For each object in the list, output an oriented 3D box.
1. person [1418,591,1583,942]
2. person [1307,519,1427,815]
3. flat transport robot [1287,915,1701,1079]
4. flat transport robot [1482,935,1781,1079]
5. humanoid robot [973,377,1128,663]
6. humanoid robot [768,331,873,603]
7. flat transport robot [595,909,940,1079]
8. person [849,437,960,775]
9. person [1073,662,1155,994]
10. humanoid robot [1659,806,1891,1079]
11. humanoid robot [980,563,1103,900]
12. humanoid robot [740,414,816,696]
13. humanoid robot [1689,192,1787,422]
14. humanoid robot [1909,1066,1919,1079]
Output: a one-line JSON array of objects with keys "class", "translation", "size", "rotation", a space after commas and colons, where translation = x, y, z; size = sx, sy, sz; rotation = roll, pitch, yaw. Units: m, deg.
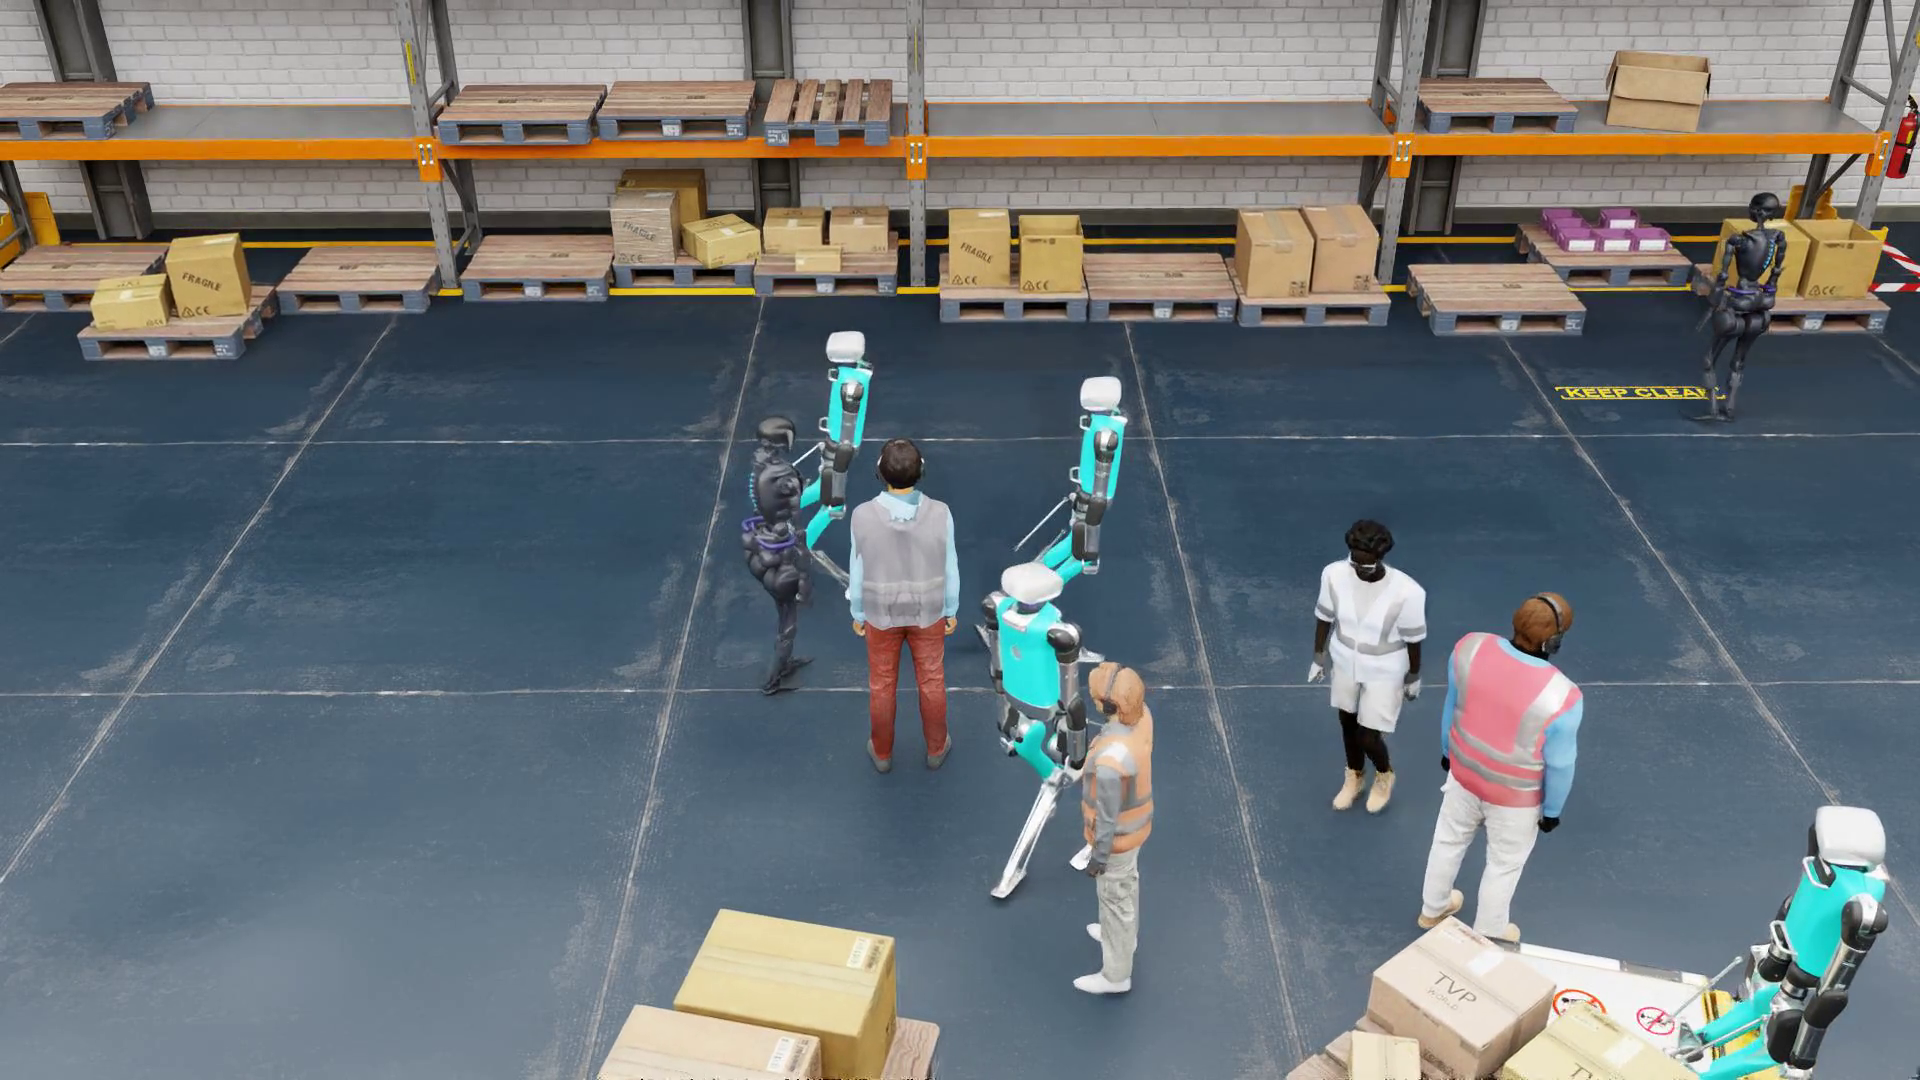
[{"class": "person", "translation": [2.342, 1.020, 7.201], "size": [0.432, 1.835, 0.630], "rotation": [-22, 38, -32]}, {"class": "person", "translation": [1.936, 0.623, 8.005], "size": [0.554, 1.667, 0.394], "rotation": [24, 38, 34]}, {"class": "flat transport robot", "translation": [2.004, 2.407, 6.404], "size": [1.431, 0.231, 0.659], "rotation": [-23, 38, -33]}, {"class": "flat transport robot", "translation": [2.670, 2.056, 6.989], "size": [1.431, 0.231, 0.659], "rotation": [8, 32, 13]}, {"class": "humanoid robot", "translation": [0.424, -0.054, 9.108], "size": [0.916, 1.790, 0.545], "rotation": [1, 31, 2]}, {"class": "humanoid robot", "translation": [-0.913, -0.354, 9.579], "size": [0.914, 1.761, 0.533], "rotation": [-2, 31, -3]}, {"class": "flat transport robot", "translation": [-0.689, 2.442, 6.345], "size": [1.431, 0.231, 0.659], "rotation": [7, 32, 11]}, {"class": "person", "translation": [-0.273, 0.361, 8.247], "size": [0.544, 1.877, 0.406], "rotation": [-2, 31, -4]}, {"class": "person", "translation": [0.658, 1.222, 7.050], "size": [0.324, 1.632, 0.527], "rotation": [10, 33, 17]}, {"class": "humanoid robot", "translation": [2.868, 1.710, 6.128], "size": [0.656, 1.787, 0.537], "rotation": [5, 31, 8]}, {"class": "humanoid robot", "translation": [0.488, 0.826, 7.633], "size": [0.891, 1.778, 0.566], "rotation": [-27, 40, -37]}, {"class": "humanoid robot", "translation": [-0.948, 0.068, 8.929], "size": [0.385, 1.644, 0.589], "rotation": [-19, 36, -29]}, {"class": "humanoid robot", "translation": [5.532, -1.627, 11.751], "size": [0.588, 1.635, 0.405], "rotation": [-12, 33, -19]}, {"class": "humanoid robot", "translation": [2.946, 2.257, 5.286], "size": [0.349, 1.652, 0.585], "rotation": [6, 32, 10]}]
